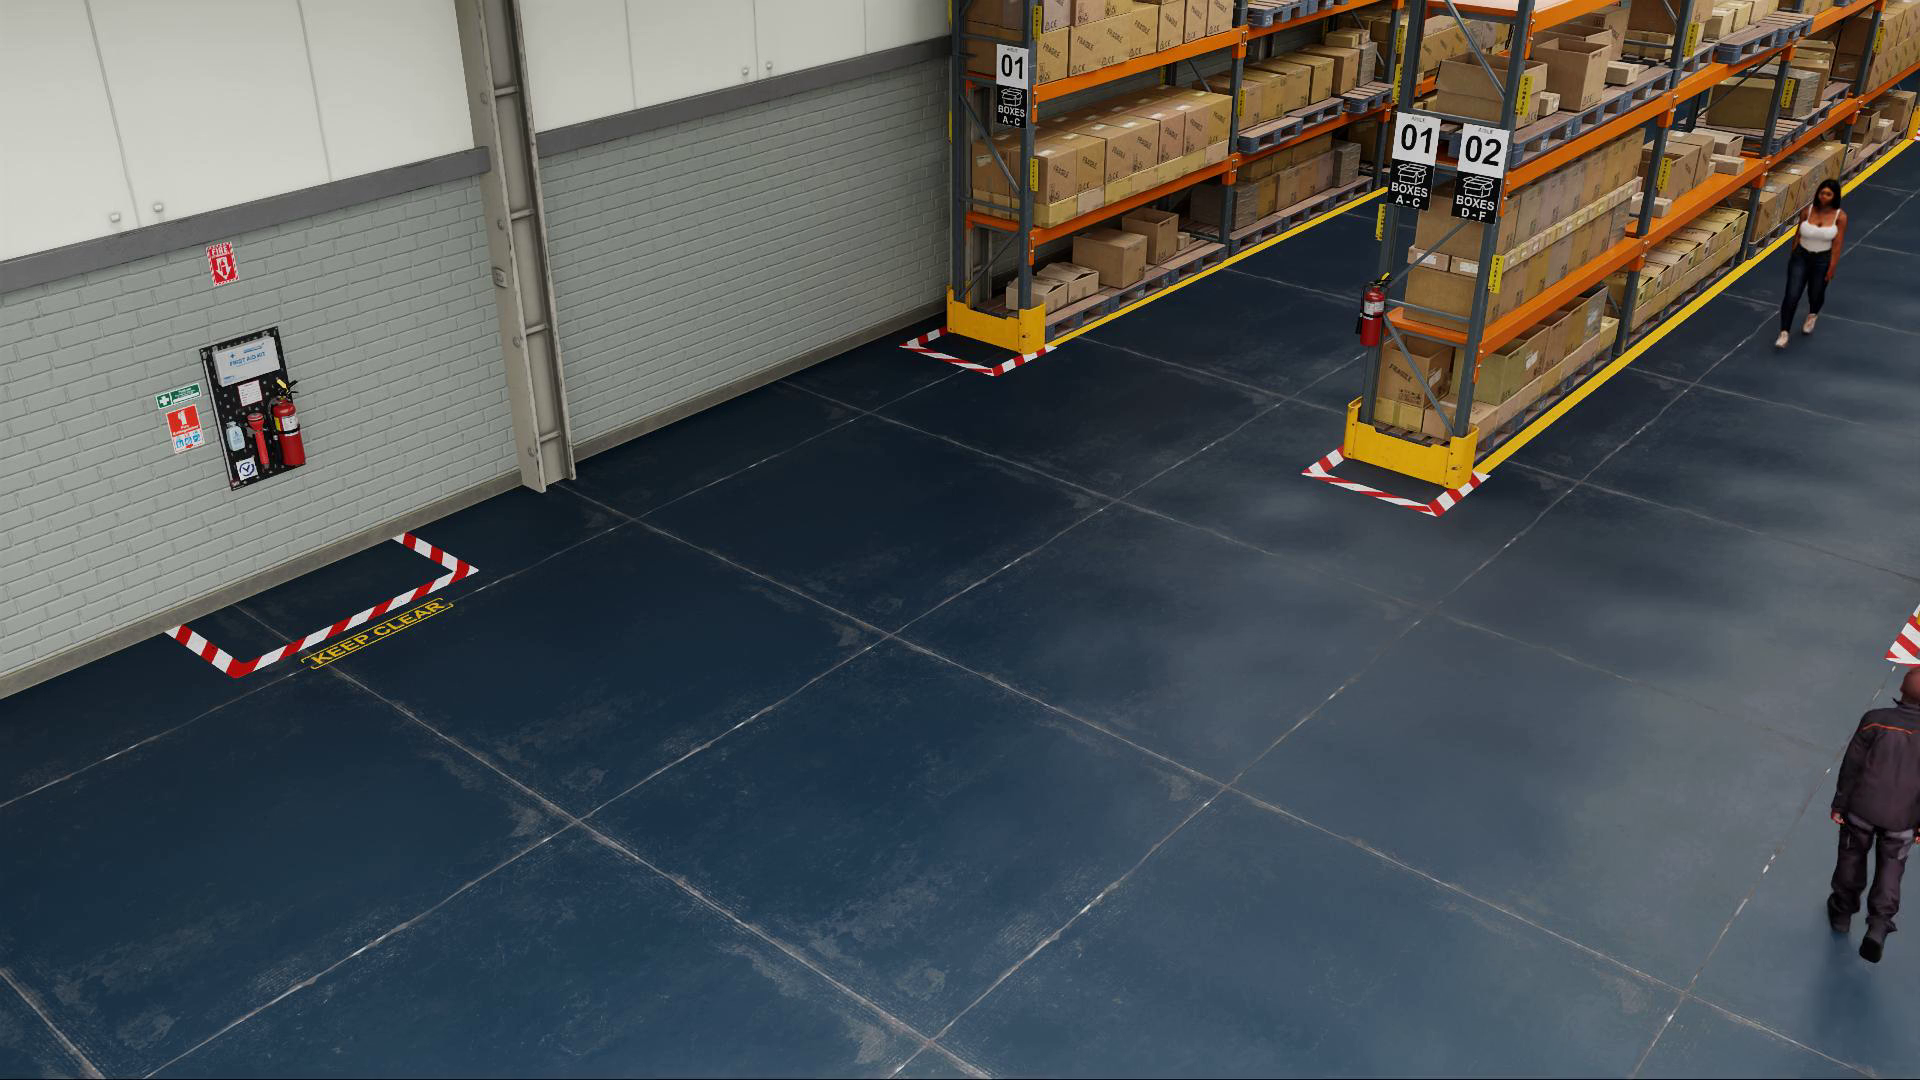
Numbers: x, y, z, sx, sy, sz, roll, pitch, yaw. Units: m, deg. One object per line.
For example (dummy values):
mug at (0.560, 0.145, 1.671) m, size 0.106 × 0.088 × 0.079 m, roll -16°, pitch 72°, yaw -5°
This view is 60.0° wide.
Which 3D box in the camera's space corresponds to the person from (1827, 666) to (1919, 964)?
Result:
person at (5.151, 1.539, 9.258) m, size 0.866 × 1.809 × 1.064 m, roll 12°, pitch 30°, yaw 21°

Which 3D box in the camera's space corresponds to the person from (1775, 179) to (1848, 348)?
person at (9.121, -2.966, 17.754) m, size 0.689 × 1.775 × 1.182 m, roll 19°, pitch 33°, yaw 31°
